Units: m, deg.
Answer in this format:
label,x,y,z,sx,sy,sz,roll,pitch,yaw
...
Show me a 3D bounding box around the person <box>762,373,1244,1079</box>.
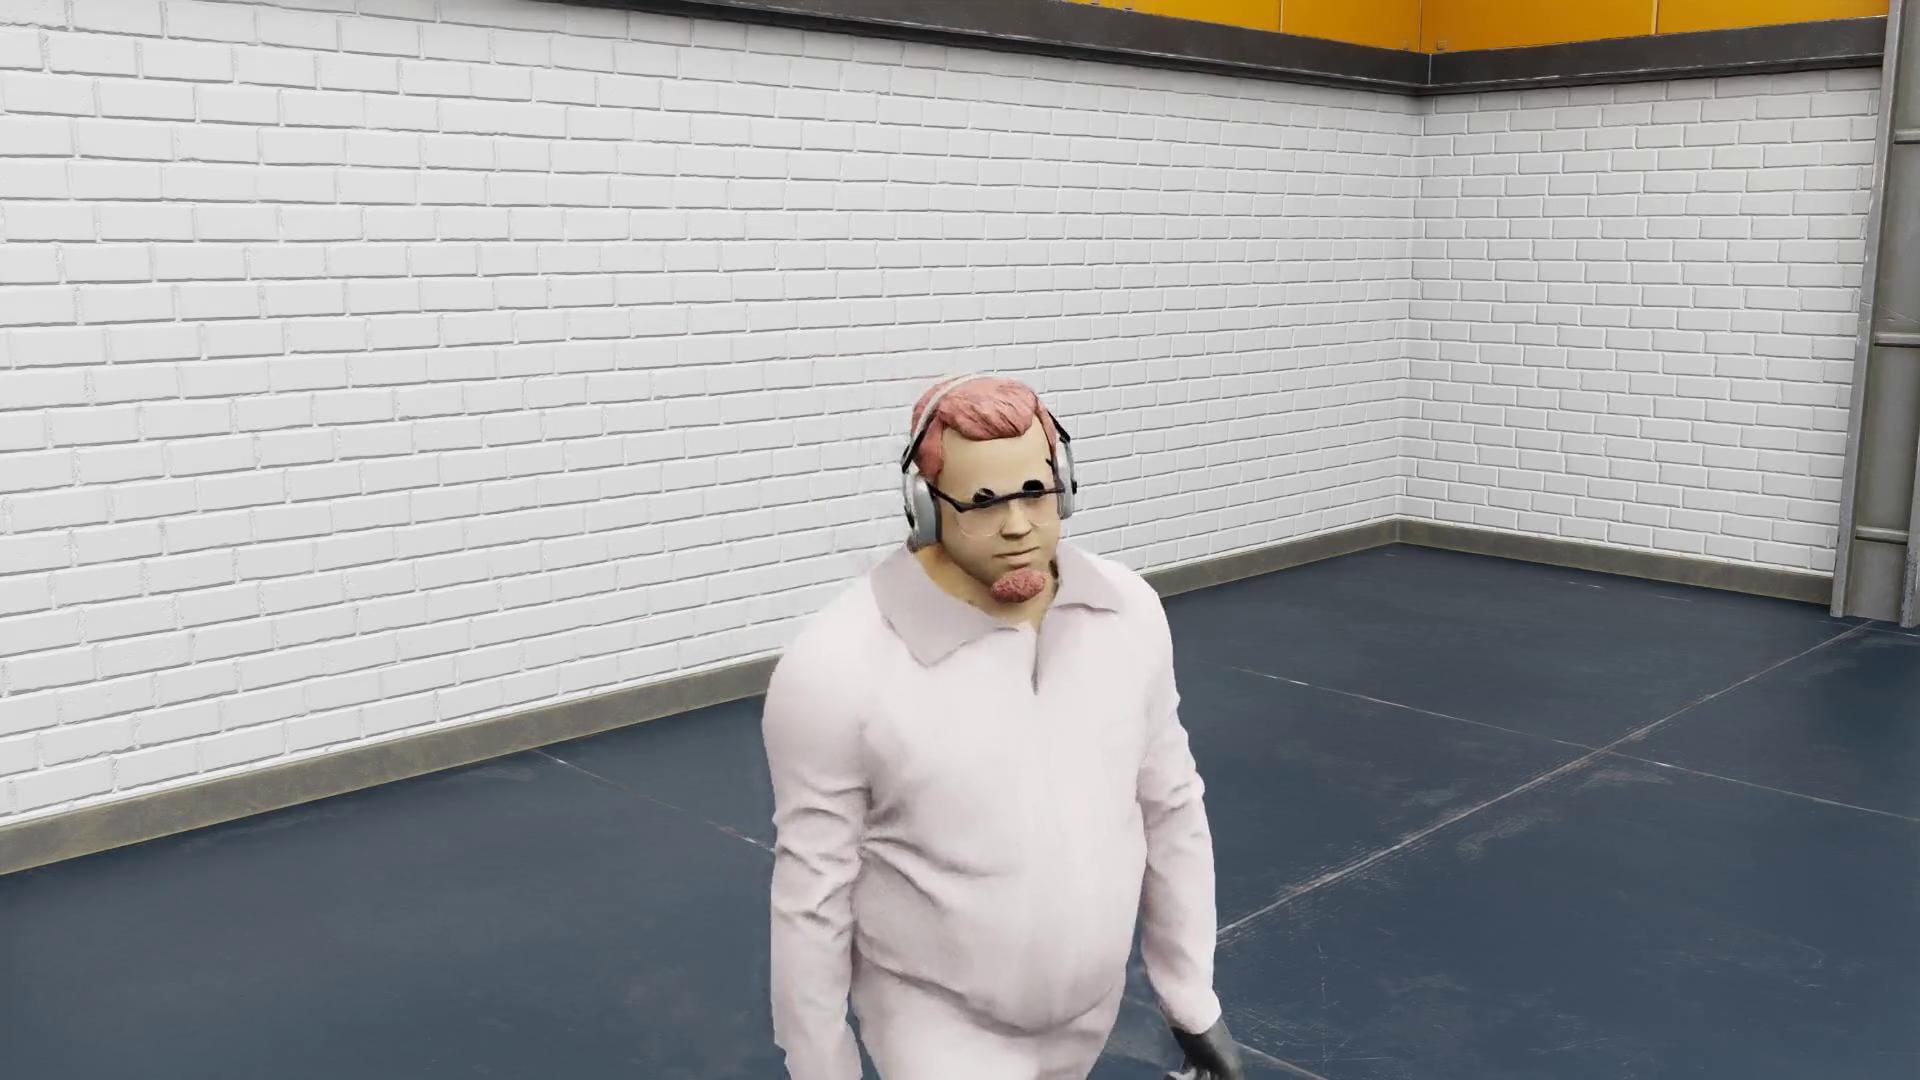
label,x,y,z,sx,sy,sz,roll,pitch,yaw
person,0.029,0.671,2.448,0.631,1.858,1.022,-8,13,-38
